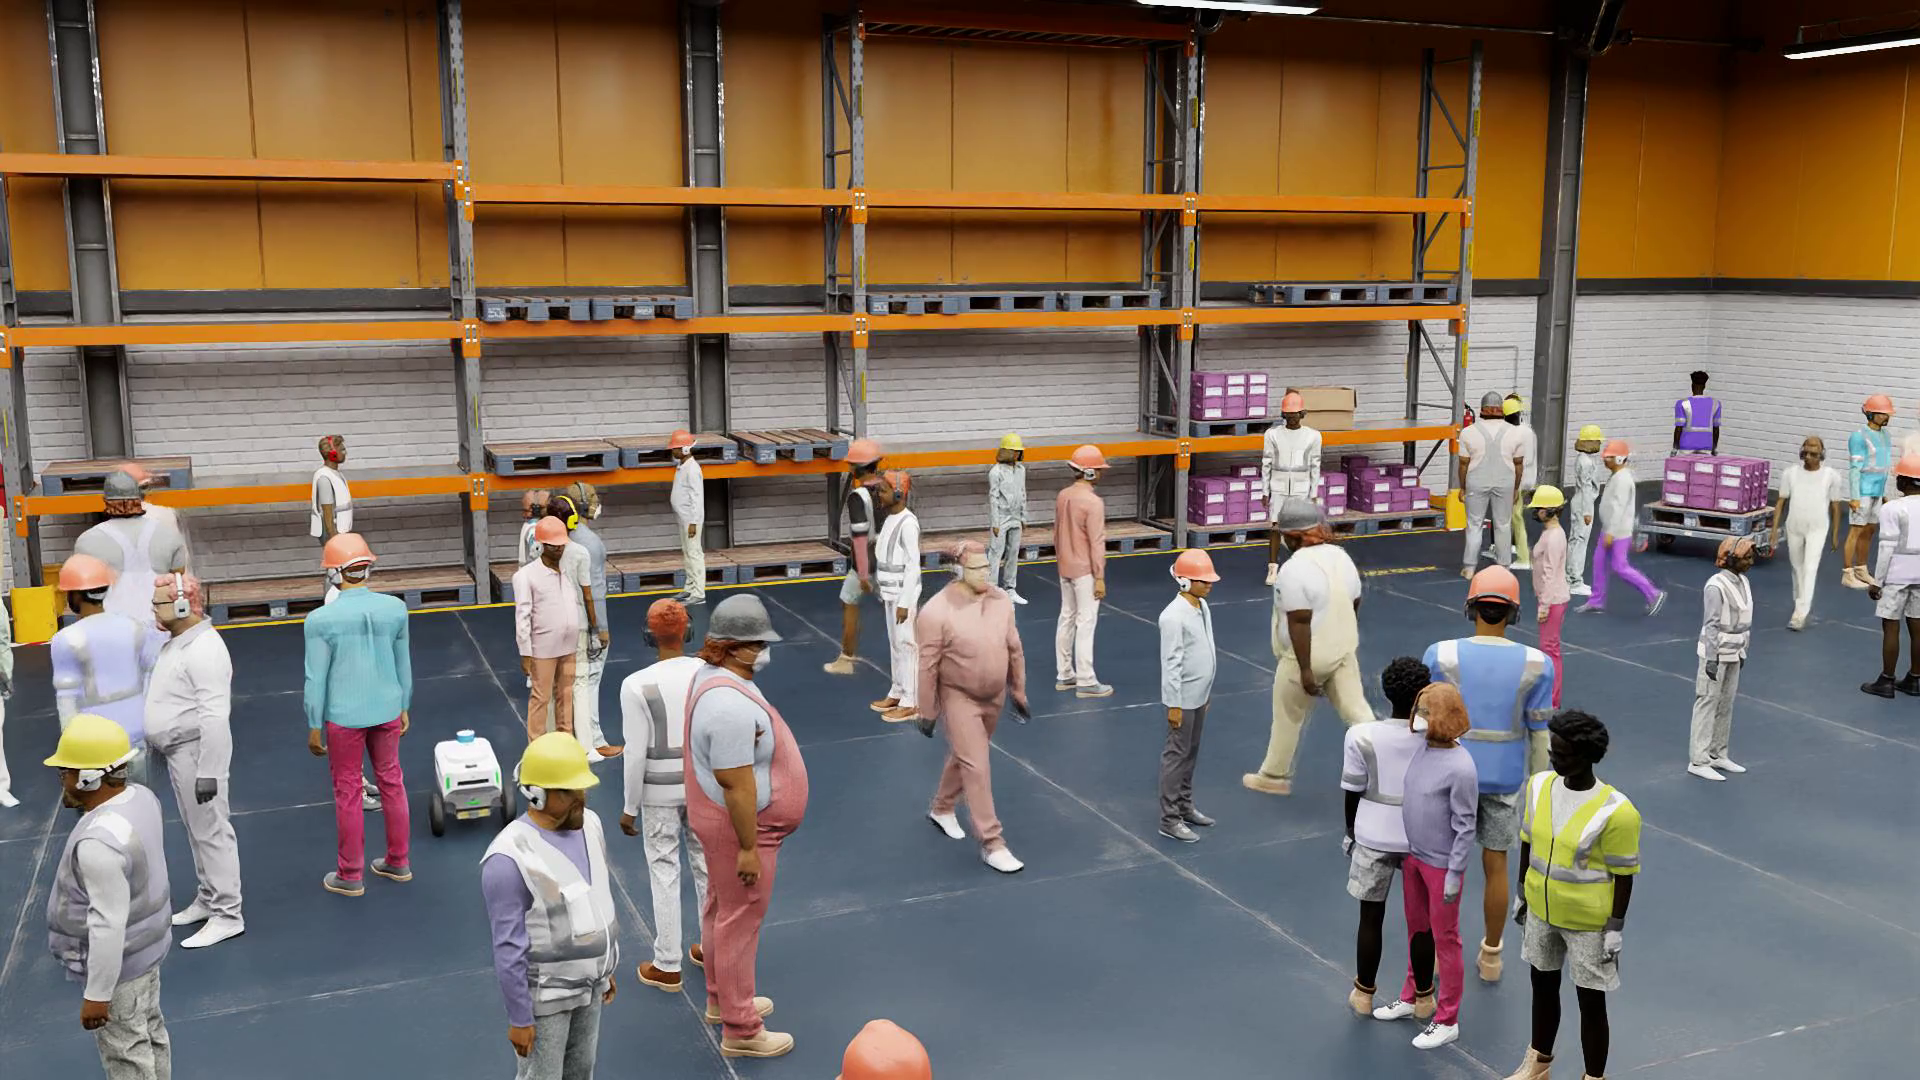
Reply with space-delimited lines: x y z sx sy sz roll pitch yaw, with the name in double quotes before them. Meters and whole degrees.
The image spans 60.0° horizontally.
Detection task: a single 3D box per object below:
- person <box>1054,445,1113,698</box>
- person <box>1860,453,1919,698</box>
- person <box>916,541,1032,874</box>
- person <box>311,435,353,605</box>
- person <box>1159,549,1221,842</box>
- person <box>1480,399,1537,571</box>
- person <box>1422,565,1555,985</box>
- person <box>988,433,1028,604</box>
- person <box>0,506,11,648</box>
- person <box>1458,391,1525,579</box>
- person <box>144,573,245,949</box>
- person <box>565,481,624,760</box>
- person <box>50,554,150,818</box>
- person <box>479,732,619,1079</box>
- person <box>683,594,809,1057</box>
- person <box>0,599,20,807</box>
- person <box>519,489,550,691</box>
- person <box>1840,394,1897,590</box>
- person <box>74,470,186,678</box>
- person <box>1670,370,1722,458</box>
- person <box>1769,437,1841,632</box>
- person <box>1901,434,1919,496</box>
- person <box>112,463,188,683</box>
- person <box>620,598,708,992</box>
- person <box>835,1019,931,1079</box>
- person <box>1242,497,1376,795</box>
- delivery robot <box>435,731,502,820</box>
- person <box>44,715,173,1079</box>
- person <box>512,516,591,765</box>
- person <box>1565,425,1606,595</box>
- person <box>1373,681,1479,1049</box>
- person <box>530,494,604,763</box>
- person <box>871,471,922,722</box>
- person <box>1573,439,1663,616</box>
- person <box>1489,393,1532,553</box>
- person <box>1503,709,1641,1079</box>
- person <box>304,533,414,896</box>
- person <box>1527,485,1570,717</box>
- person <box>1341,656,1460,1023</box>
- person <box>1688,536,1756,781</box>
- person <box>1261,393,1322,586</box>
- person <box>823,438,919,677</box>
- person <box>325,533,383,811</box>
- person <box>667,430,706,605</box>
"person" 0.976 0.240 13.164 0.395 1.994 0.613 -5 11 -27
"person" 7.419 0.281 13.080 0.549 1.942 0.347 -2 10 -11
"person" 0.078 0.919 9.650 0.651 1.866 0.992 -8 13 -40
"person" -5.710 -0.034 15.160 0.377 1.846 0.570 -2 10 -14
"person" 1.384 0.913 9.980 0.334 1.749 0.576 5 11 26
"person" 6.051 -0.623 18.476 0.587 1.877 0.863 -8 13 -39
"person" 2.493 1.124 7.980 0.620 2.029 0.410 2 10 10
"person" 0.487 -0.190 16.404 0.343 1.736 0.484 9 13 42
"person" -8.137 0.253 13.785 0.326 1.750 0.563 0 10 1
"person" 5.663 -0.593 17.827 0.682 2.000 0.538 2 10 11
"person" -3.902 1.103 8.443 0.406 1.906 0.654 -7 12 -34
"person" -2.605 0.557 11.498 0.372 1.940 0.627 -8 13 -39
"person" -4.543 1.023 8.851 0.461 1.922 0.555 6 11 29
"person" -1.422 1.575 5.936 0.404 1.833 0.589 4 10 19
"person" -0.935 1.228 7.340 0.537 2.000 0.689 -3 10 -17
"person" -6.168 0.911 10.356 0.319 1.630 0.513 8 13 40
"person" -3.334 0.415 13.178 0.307 1.639 0.525 -4 11 -21
"person" 9.469 -0.501 17.293 0.615 2.043 0.373 -6 12 -33
"person" -5.664 0.529 11.363 0.683 2.000 0.536 -9 13 -41
"person" 9.591 -1.229 21.704 0.612 1.964 0.364 0 10 1
"person" 7.921 -0.080 15.602 0.542 1.794 0.988 8 12 38
"person" 10.023 -0.432 17.163 0.599 1.939 0.981 3 10 17
"person" -6.051 0.408 12.268 0.727 1.964 0.649 1 10 8
"person" -1.350 1.205 7.926 0.584 1.881 0.339 -9 13 -41
"person" -0.164 1.968 3.901 0.573 1.749 0.343 -8 13 -38
"person" 2.342 0.684 10.472 0.713 2.000 1.075 -7 12 -37
"delivery robot" -3.035 1.418 10.248 0.477 0.478 0.707 -4 11 -21
"person" -3.138 1.537 6.159 0.403 1.833 0.586 -2 10 -14
"person" -2.723 0.701 11.201 0.334 1.749 0.576 7 12 36
"person" 6.424 -0.312 17.072 0.295 1.744 0.484 2 10 12
"person" 2.086 1.422 7.383 0.286 1.636 0.498 -3 10 -18
"person" -2.677 0.615 11.365 0.514 1.872 0.328 3 10 19
"person" -0.468 0.415 12.474 0.354 1.883 0.573 -3 10 -16
"person" 6.372 -0.115 15.987 0.720 1.728 0.560 1 10 6
"person" 6.397 -0.776 19.375 0.513 1.872 0.328 5 11 26
"person" 2.460 1.507 6.719 0.315 1.695 0.541 -6 12 -31
"person" -3.296 0.947 9.121 0.407 1.987 0.614 8 13 40
"person" 4.432 0.459 12.588 0.341 1.756 0.518 3 10 17
"person" 1.994 1.362 7.558 0.536 1.697 0.318 2 10 11
"person" 5.089 0.782 11.095 0.514 1.634 0.312 -9 13 -41
"person" 3.459 -0.522 17.416 0.608 2.044 0.370 2 10 12
"person" -0.657 0.173 13.523 1.008 2.010 0.601 7 12 36
"person" -3.809 0.824 10.490 0.326 1.751 0.559 -3 10 -15
"person" -2.727 -0.228 16.559 0.347 1.748 0.564 -4 11 -21
